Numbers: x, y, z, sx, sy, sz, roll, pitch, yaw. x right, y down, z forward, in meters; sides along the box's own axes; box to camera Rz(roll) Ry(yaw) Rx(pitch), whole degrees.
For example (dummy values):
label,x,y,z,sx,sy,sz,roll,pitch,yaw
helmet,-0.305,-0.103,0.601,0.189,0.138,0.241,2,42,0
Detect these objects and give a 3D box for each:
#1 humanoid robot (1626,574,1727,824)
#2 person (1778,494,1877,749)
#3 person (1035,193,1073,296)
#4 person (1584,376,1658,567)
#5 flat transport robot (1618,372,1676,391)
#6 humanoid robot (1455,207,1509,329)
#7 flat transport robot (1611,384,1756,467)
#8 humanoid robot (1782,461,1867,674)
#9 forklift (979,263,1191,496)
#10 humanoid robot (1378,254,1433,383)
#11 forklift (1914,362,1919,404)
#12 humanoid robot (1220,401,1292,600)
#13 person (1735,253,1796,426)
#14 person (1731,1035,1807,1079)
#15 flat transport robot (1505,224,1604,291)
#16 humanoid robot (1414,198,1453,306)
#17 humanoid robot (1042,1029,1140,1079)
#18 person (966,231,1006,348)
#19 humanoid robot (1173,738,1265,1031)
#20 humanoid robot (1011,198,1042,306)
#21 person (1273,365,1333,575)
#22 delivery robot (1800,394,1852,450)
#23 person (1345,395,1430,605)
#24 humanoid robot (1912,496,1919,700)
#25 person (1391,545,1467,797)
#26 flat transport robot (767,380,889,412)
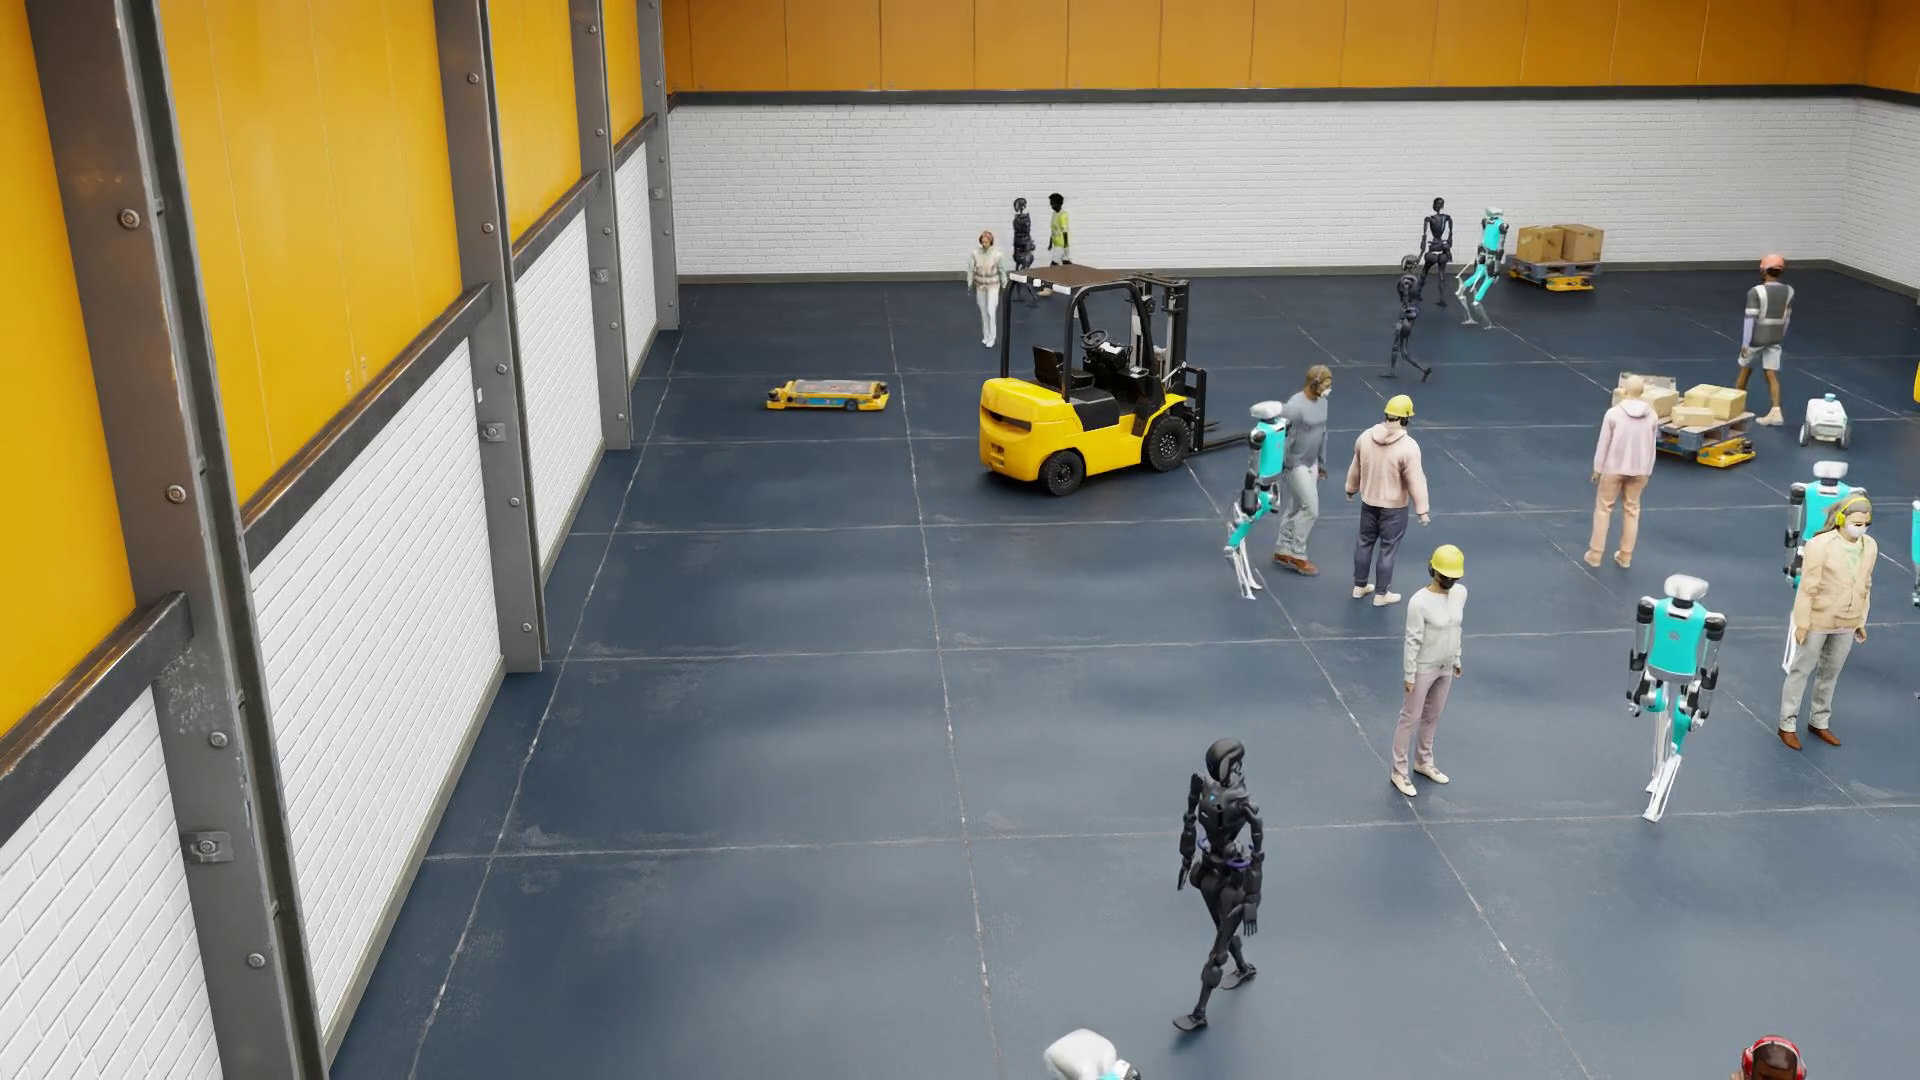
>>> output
label,x,y,z,sx,sy,sz,roll,pitch,yaw
humanoid robot,4.645,0.987,10.808,0.538,1.729,0.978,14,24,33
person,6.139,0.563,11.767,0.551,1.876,0.410,-3,20,-9
person,1.610,-4.691,26.403,0.812,1.643,0.530,-2,20,-5
person,6.029,-0.602,15.113,0.531,1.767,0.422,0,20,1
flat transport robot,8.454,-1.785,20.490,0.659,0.231,1.431,8,22,20
humanoid robot,7.525,-3.919,24.192,0.742,1.801,0.541,-7,21,-18
flat transport robot,8.085,-1.115,18.665,0.659,0.231,1.431,-14,25,-34
humanoid robot,6.739,0.175,13.054,0.570,1.778,0.887,11,23,27
forklift,1.315,-1.764,17.646,2.313,2.155,1.214,-14,24,-33
humanoid robot,5.795,-2.847,21.388,0.693,1.646,0.615,7,21,20
forklift,12.602,-2.435,19.475,2.313,2.155,1.214,-1,20,-4
humanoid robot,2.484,-0.368,14.501,0.672,1.802,0.550,18,26,39
person,9.481,-2.356,19.595,0.635,1.984,1.026,-2,20,-5
person,3.055,2.611,6.500,0.470,1.650,0.313,5,21,14
flat transport robot,9.757,-4.334,27.435,0.659,0.231,1.431,-5,21,-12
humanoid robot,7.385,-4.502,25.879,0.610,1.630,0.714,-7,21,-19
humanoid robot,0.244,2.593,6.496,1.006,1.773,0.530,18,27,40
person,0.350,-3.492,23.191,0.519,1.613,0.677,8,22,20
humanoid robot,1.380,1.775,8.807,0.777,1.620,0.584,-15,25,-36
humanoid robot,1.022,-4.484,25.807,0.420,1.636,0.609,-7,21,-19
person,3.157,-0.625,14.959,0.693,1.907,0.667,16,26,37
delivery robot,9.841,-1.344,18.902,0.499,0.614,0.815,7,21,19
person,3.631,-0.333,14.240,0.434,1.853,0.820,-18,27,-40
humanoid robot,7.371,0.460,12.351,0.792,1.841,0.530,6,21,15
person,3.172,0.855,11.128,0.529,1.765,0.323,-13,24,-31
flat transport robot,-1.615,-1.778,20.473,1.431,0.231,0.659,1,20,3
